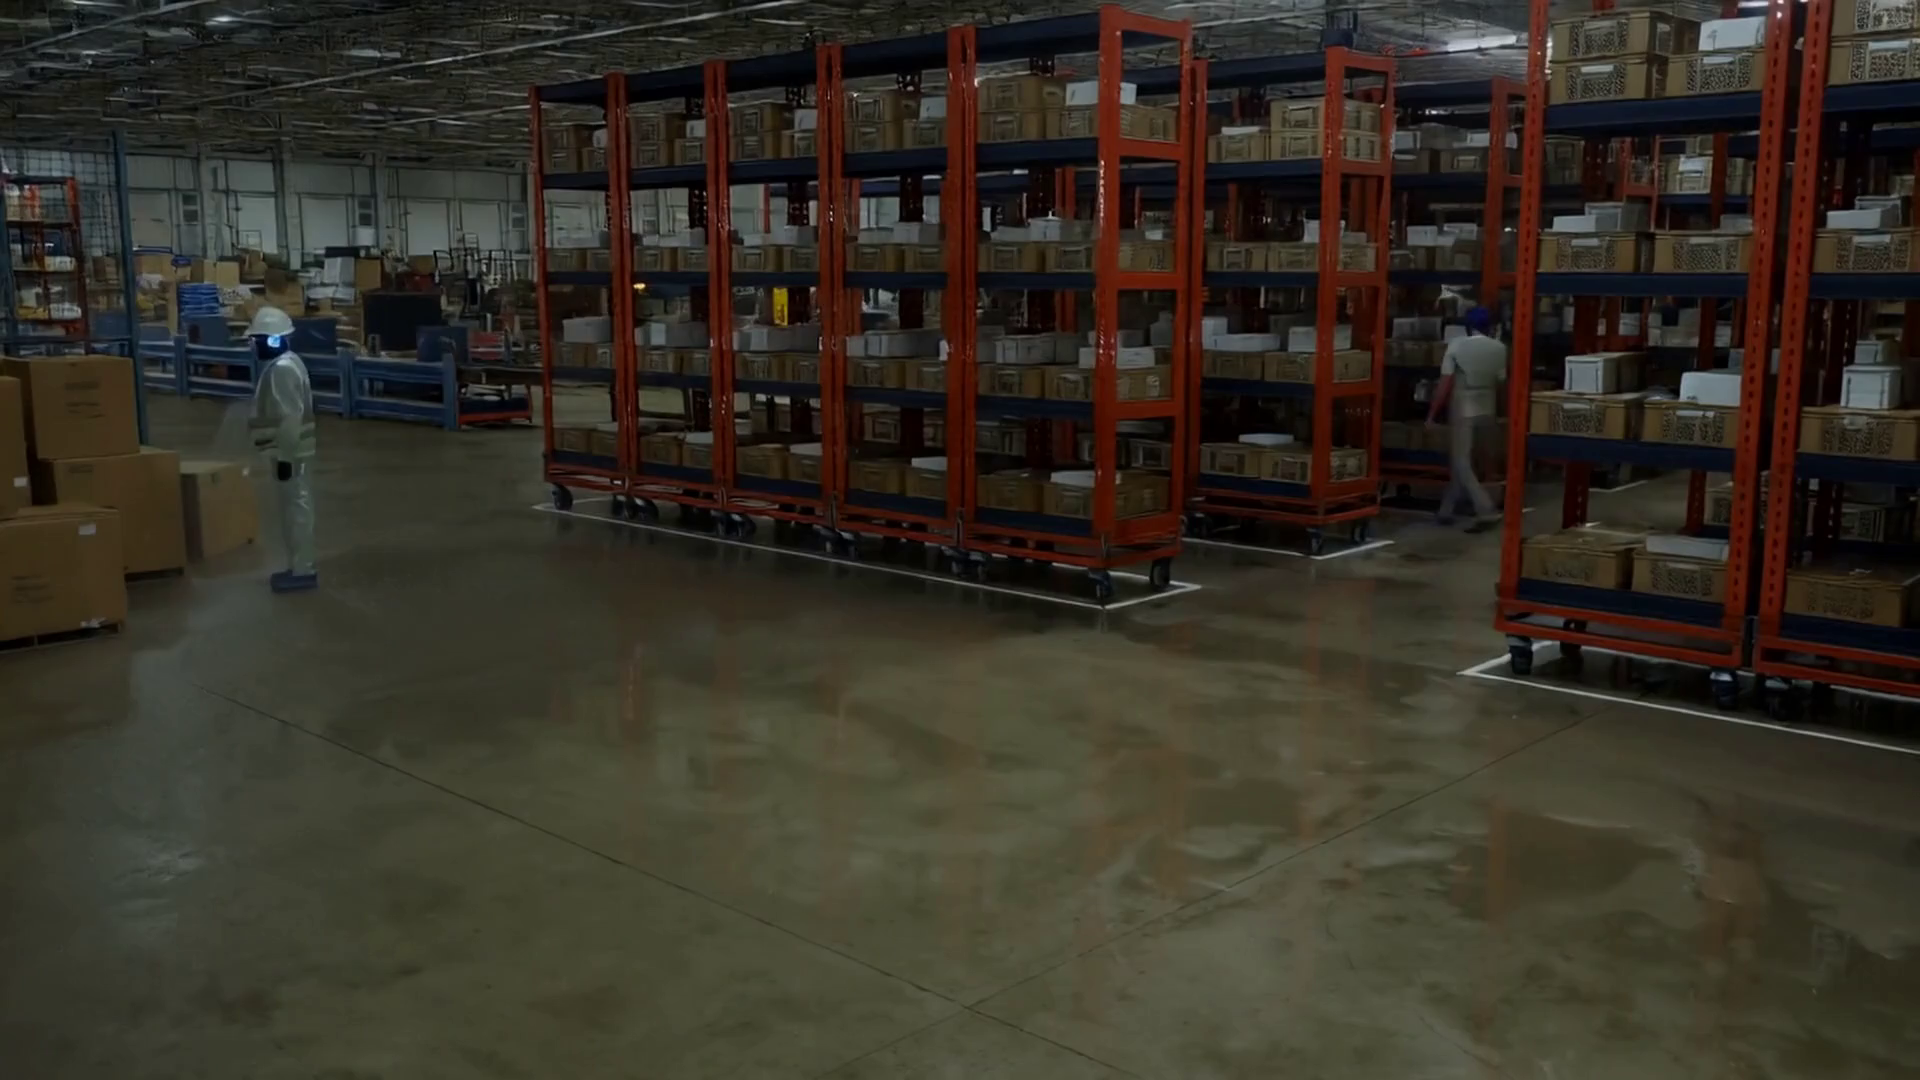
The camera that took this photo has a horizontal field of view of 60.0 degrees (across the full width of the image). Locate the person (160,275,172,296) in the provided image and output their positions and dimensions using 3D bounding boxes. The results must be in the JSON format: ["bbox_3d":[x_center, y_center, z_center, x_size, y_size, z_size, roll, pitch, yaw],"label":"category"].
[{"bbox_3d":[-32.248,-9.878,67.805,0.649,1.808,0.859,0,9,2],"label":"person"}]

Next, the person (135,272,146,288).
[{"bbox_3d":[-26.205,-7.557,53.012,0.618,1.999,1.052,1,9,5],"label":"person"}]

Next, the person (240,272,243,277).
[{"bbox_3d":[-33.831,-11.630,78.263,0.608,1.893,0.845,5,11,29],"label":"person"}]

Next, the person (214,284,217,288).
[{"bbox_3d":[-33.111,-10.983,74.263,0.494,1.907,0.667,1,9,8],"label":"person"}]

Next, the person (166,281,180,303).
[{"bbox_3d":[-20.158,-5.789,42.848,0.313,1.768,0.528,4,10,25],"label":"person"}]

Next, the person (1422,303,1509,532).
[{"bbox_3d":[4.028,-0.967,13.189,0.676,1.804,0.655,-4,10,-24],"label":"person"}]

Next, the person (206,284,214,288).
[{"bbox_3d":[-32.197,-10.517,71.412,0.589,1.903,0.618,-4,10,-21],"label":"person"}]

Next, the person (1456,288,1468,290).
[{"bbox_3d":[20.012,-9.565,66.407,0.535,1.622,0.405,8,12,40],"label":"person"}]

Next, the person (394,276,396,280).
[{"bbox_3d":[-28.868,-12.699,85.350,0.900,1.720,0.535,7,12,37],"label":"person"}]

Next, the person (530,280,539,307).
[{"bbox_3d":[-14.241,-7.956,56.370,0.593,1.674,0.557,8,13,42],"label":"person"}]

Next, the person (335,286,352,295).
[{"bbox_3d":[-18.859,-7.171,51.061,0.563,1.843,0.772,-1,9,-4],"label":"person"}]

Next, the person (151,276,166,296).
[{"bbox_3d":[-28.824,-8.590,59.830,0.527,1.837,0.900,-2,10,-13],"label":"person"}]

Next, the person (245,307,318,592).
[{"bbox_3d":[-4.362,-0.582,10.726,0.403,1.827,0.600,-4,10,-21],"label":"person"}]

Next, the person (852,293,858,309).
[{"bbox_3d":[-4.003,-8.604,59.988,0.884,1.794,0.624,8,12,41],"label":"person"}]

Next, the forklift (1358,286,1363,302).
[{"bbox_3d":[11.100,-7.017,46.970,1.873,2.768,1.129,9,13,43],"label":"forklift"}]
